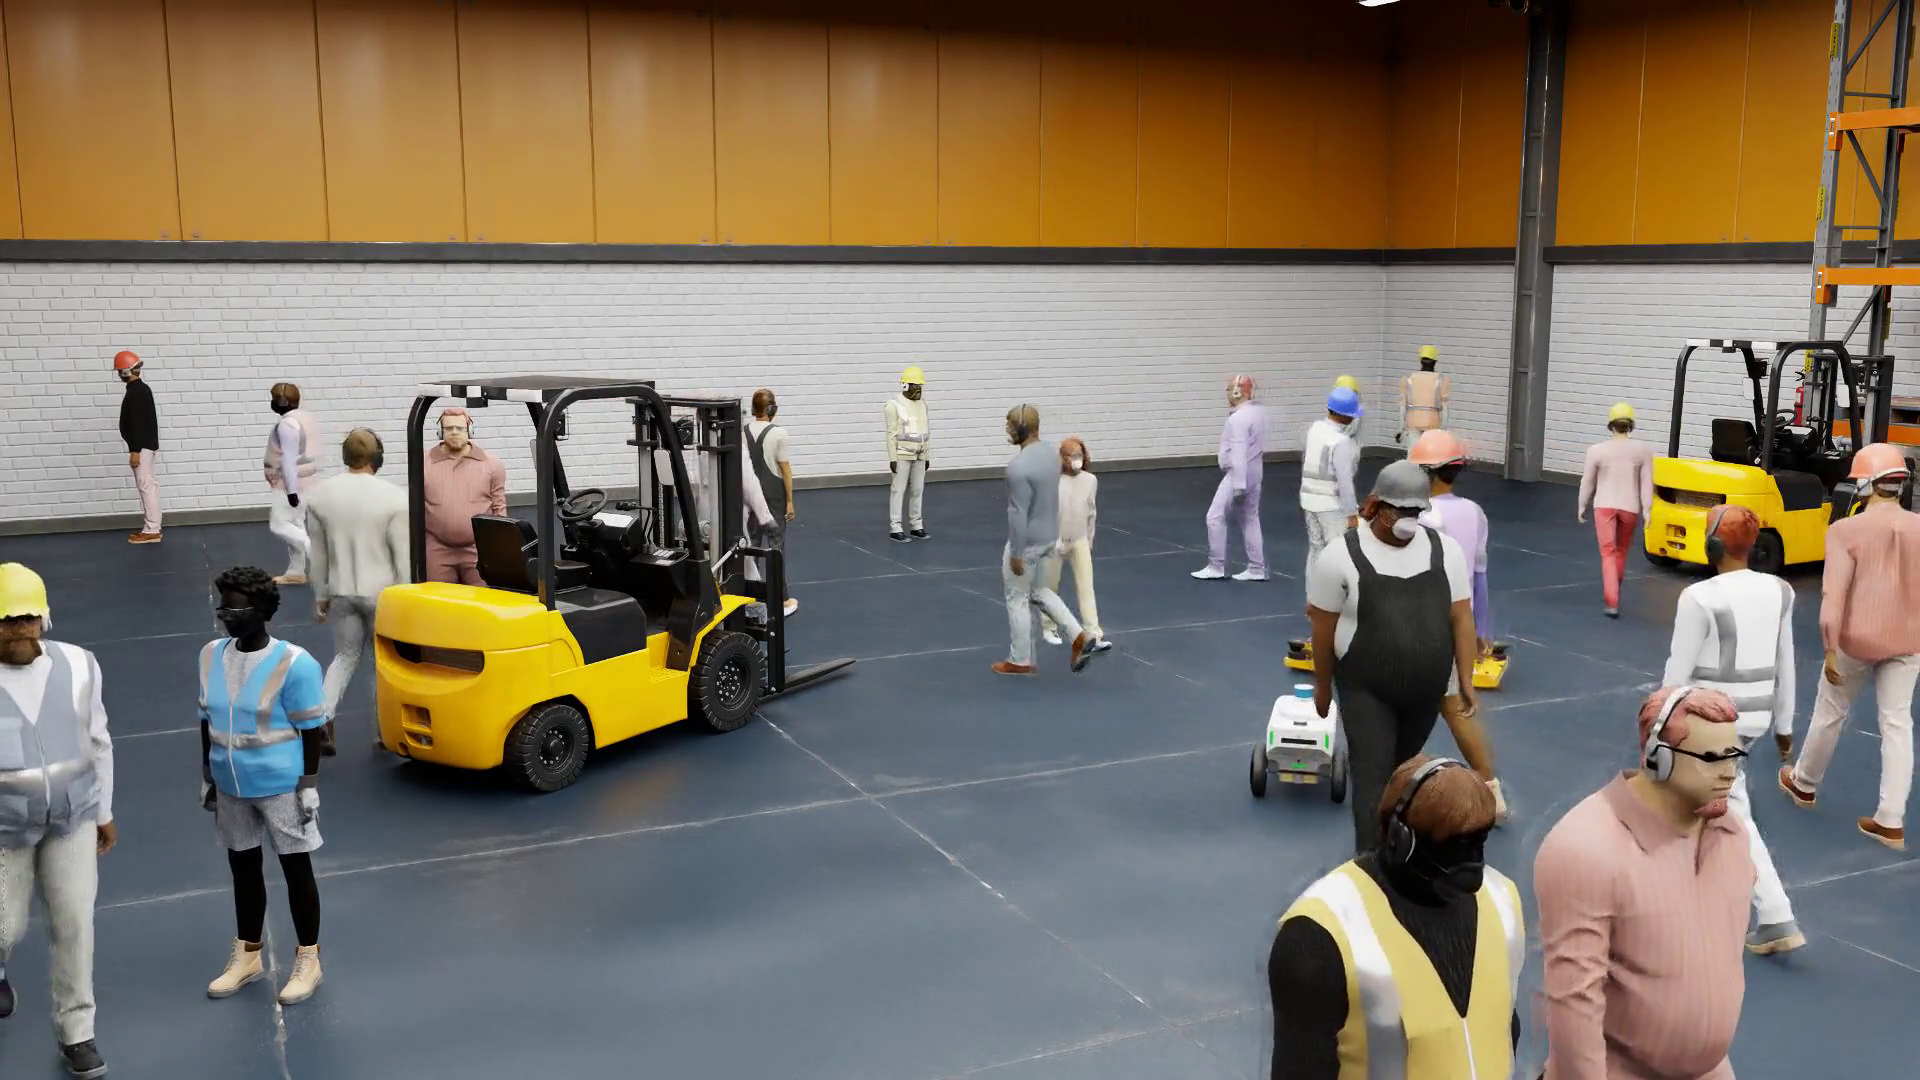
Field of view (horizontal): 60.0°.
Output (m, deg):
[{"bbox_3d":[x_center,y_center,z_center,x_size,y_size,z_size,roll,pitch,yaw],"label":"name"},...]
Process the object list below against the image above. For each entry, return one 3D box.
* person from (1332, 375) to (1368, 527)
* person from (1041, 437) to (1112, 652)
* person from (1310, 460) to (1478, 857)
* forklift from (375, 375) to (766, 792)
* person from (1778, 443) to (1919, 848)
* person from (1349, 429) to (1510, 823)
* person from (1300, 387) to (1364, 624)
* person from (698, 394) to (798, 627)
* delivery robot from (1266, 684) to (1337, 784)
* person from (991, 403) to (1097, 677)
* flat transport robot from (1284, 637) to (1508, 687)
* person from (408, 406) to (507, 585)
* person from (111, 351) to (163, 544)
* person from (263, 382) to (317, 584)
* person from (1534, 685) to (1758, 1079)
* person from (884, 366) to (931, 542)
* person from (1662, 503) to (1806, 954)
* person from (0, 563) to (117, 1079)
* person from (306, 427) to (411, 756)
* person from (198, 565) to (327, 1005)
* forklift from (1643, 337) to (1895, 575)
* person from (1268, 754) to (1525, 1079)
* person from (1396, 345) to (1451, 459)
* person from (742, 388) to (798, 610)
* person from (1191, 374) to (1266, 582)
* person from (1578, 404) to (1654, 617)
[{"bbox_3d":[4.071,-0.856,17.344,0.483,1.732,0.560,-8,12,-39],"label":"person"},{"bbox_3d":[0.824,0.037,12.242,0.489,1.582,0.835,-4,10,-21],"label":"person"},{"bbox_3d":[1.968,0.583,7.464,0.686,2.000,1.053,-1,9,-9],"label":"person"},{"bbox_3d":[-2.268,0.149,9.685,1.214,2.155,2.313,6,11,32],"label":"forklift"},{"bbox_3d":[4.544,0.486,8.368,0.618,1.947,0.972,0,9,2],"label":"person"},{"bbox_3d":[2.479,0.432,8.593,0.617,1.997,1.039,-8,12,-42],"label":"person"},{"bbox_3d":[2.895,-0.265,13.201,0.402,1.905,0.663,-3,10,-18],"label":"person"},{"bbox_3d":[-1.654,-0.176,12.723,0.943,1.860,0.655,-4,10,-24],"label":"person"},{"bbox_3d":[1.857,1.027,9.016,0.477,0.478,0.707,2,10,15],"label":"delivery robot"},{"bbox_3d":[0.546,0.023,11.333,0.668,1.915,0.640,5,11,30],"label":"person"},{"bbox_3d":[3.048,0.796,11.619,1.431,0.197,0.652,4,10,24],"label":"flat transport robot"},{"bbox_3d":[-3.335,0.067,11.073,0.642,1.913,0.409,-3,10,-16],"label":"person"},{"bbox_3d":[-8.497,-0.956,17.191,0.402,1.984,0.613,-3,10,-16],"label":"person"},{"bbox_3d":[-5.912,-0.493,14.808,0.516,1.828,0.630,-1,9,-4],"label":"person"},{"bbox_3d":[1.602,1.239,3.980,0.652,1.862,0.993,-4,10,-22],"label":"person"},{"bbox_3d":[-0.518,-0.889,17.284,0.595,1.825,0.403,-9,13,-44],"label":"person"},{"bbox_3d":[3.251,0.767,6.982,0.598,1.842,0.979,-4,10,-23],"label":"person"},{"bbox_3d":[-3.301,0.958,5.856,0.723,1.808,0.602,9,13,44],"label":"person"},{"bbox_3d":[-3.418,0.324,9.461,0.642,1.924,0.627,2,9,11],"label":"person"},{"bbox_3d":[-2.676,0.931,6.369,0.531,1.697,0.321,2,9,15],"label":"person"},{"bbox_3d":[7.551,-0.789,15.507,2.313,2.155,1.214,-4,10,-25],"label":"forklift"},{"bbox_3d":[0.911,1.314,3.626,0.643,1.819,0.689,-4,10,-26],"label":"person"},{"bbox_3d":[5.554,-1.359,19.948,0.642,1.926,0.381,4,10,22],"label":"person"},{"bbox_3d":[-1.600,-0.327,13.727,0.507,1.844,0.346,4,10,22],"label":"person"},{"bbox_3d":[2.426,-0.551,15.013,0.784,1.875,0.667,4,10,26],"label":"person"},{"bbox_3d":[5.384,-0.263,13.696,0.545,1.711,0.898,2,9,9],"label":"person"}]
